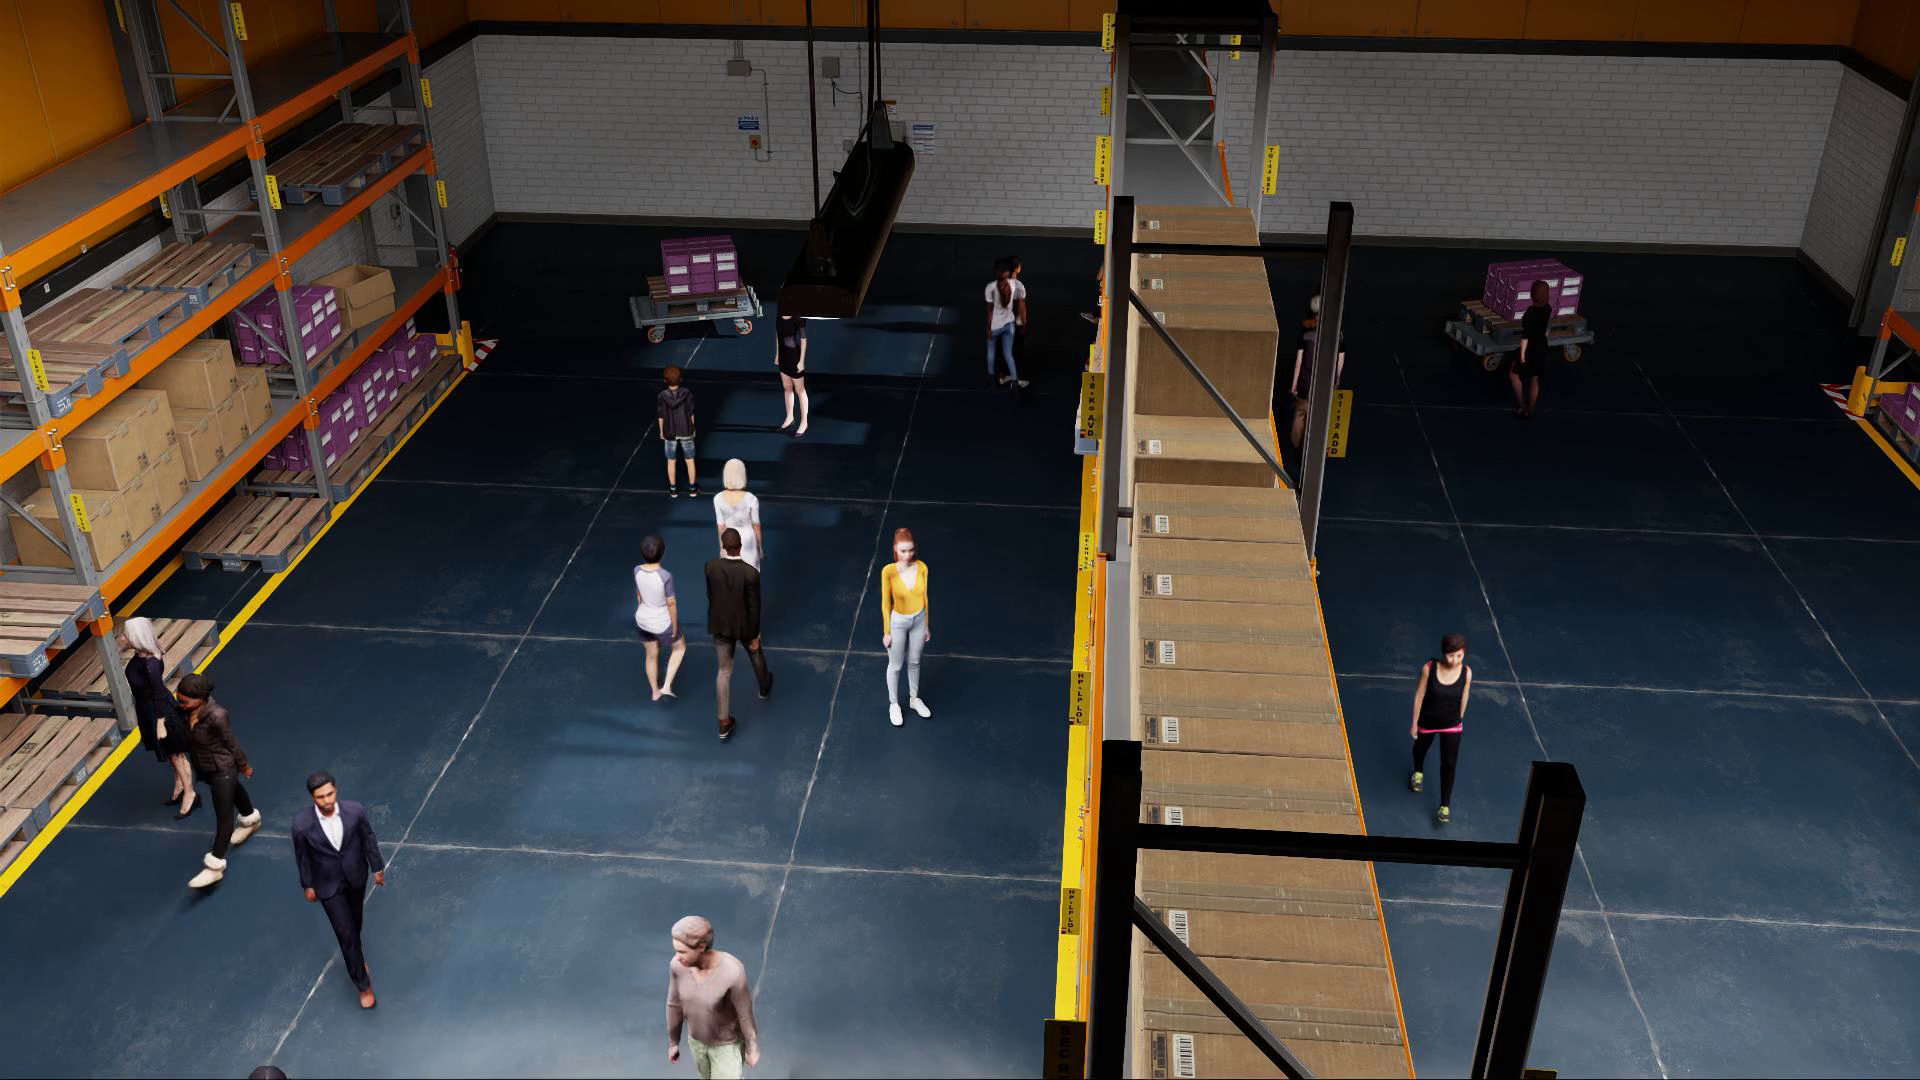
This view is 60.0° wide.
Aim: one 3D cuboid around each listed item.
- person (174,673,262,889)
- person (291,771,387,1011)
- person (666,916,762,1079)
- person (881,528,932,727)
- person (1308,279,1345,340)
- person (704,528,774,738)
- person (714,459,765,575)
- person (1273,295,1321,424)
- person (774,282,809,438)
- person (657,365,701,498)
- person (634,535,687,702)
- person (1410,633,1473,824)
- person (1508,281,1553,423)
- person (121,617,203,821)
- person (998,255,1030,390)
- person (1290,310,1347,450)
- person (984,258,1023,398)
[{"bbox_3d":[-5.516,1.737,12.054,1.152,1.622,0.817,3,29,6],"label":"person"},{"bbox_3d":[-4.150,2.211,11.097,0.986,1.706,1.065,-19,34,-31],"label":"person"},{"bbox_3d":[-1.386,2.872,9.737,0.777,1.849,0.784,11,31,19],"label":"person"},{"bbox_3d":[-0.454,0.705,13.811,0.678,1.751,0.711,-13,31,-22],"label":"person"},{"bbox_3d":[4.211,-2.385,19.642,0.857,1.592,0.798,23,36,35],"label":"person"},{"bbox_3d":[-1.884,0.785,13.664,0.684,1.752,1.140,5,29,9],"label":"person"},{"bbox_3d":[-1.986,0.117,14.909,0.596,1.734,0.906,4,29,7],"label":"person"},{"bbox_3d":[4.048,-1.951,18.851,1.049,1.588,1.085,-25,37,-38],"label":"person"},{"bbox_3d":[-1.902,-2.058,18.794,0.651,1.832,0.676,23,36,35],"label":"person"},{"bbox_3d":[-2.974,-1.148,17.531,0.580,1.442,0.570,-3,29,-5],"label":"person"},{"bbox_3d":[-2.580,0.699,14.028,0.637,1.556,0.669,10,30,17],"label":"person"},{"bbox_3d":[3.692,1.344,12.883,0.633,1.518,1.001,6,29,11],"label":"person"},{"bbox_3d":[6.629,-2.127,19.063,0.715,1.695,0.754,-15,32,-25],"label":"person"},{"bbox_3d":[-6.092,1.340,12.653,0.757,1.747,0.689,-20,34,-32],"label":"person"},{"bbox_3d":[0.625,-2.637,20.047,0.710,1.647,0.658,-24,37,-37],"label":"person"},{"bbox_3d":[3.861,-1.621,18.023,0.767,1.802,1.070,5,29,10],"label":"person"},{"bbox_3d":[0.536,-2.484,19.725,0.911,1.687,1.144,-11,30,-19],"label":"person"}]
